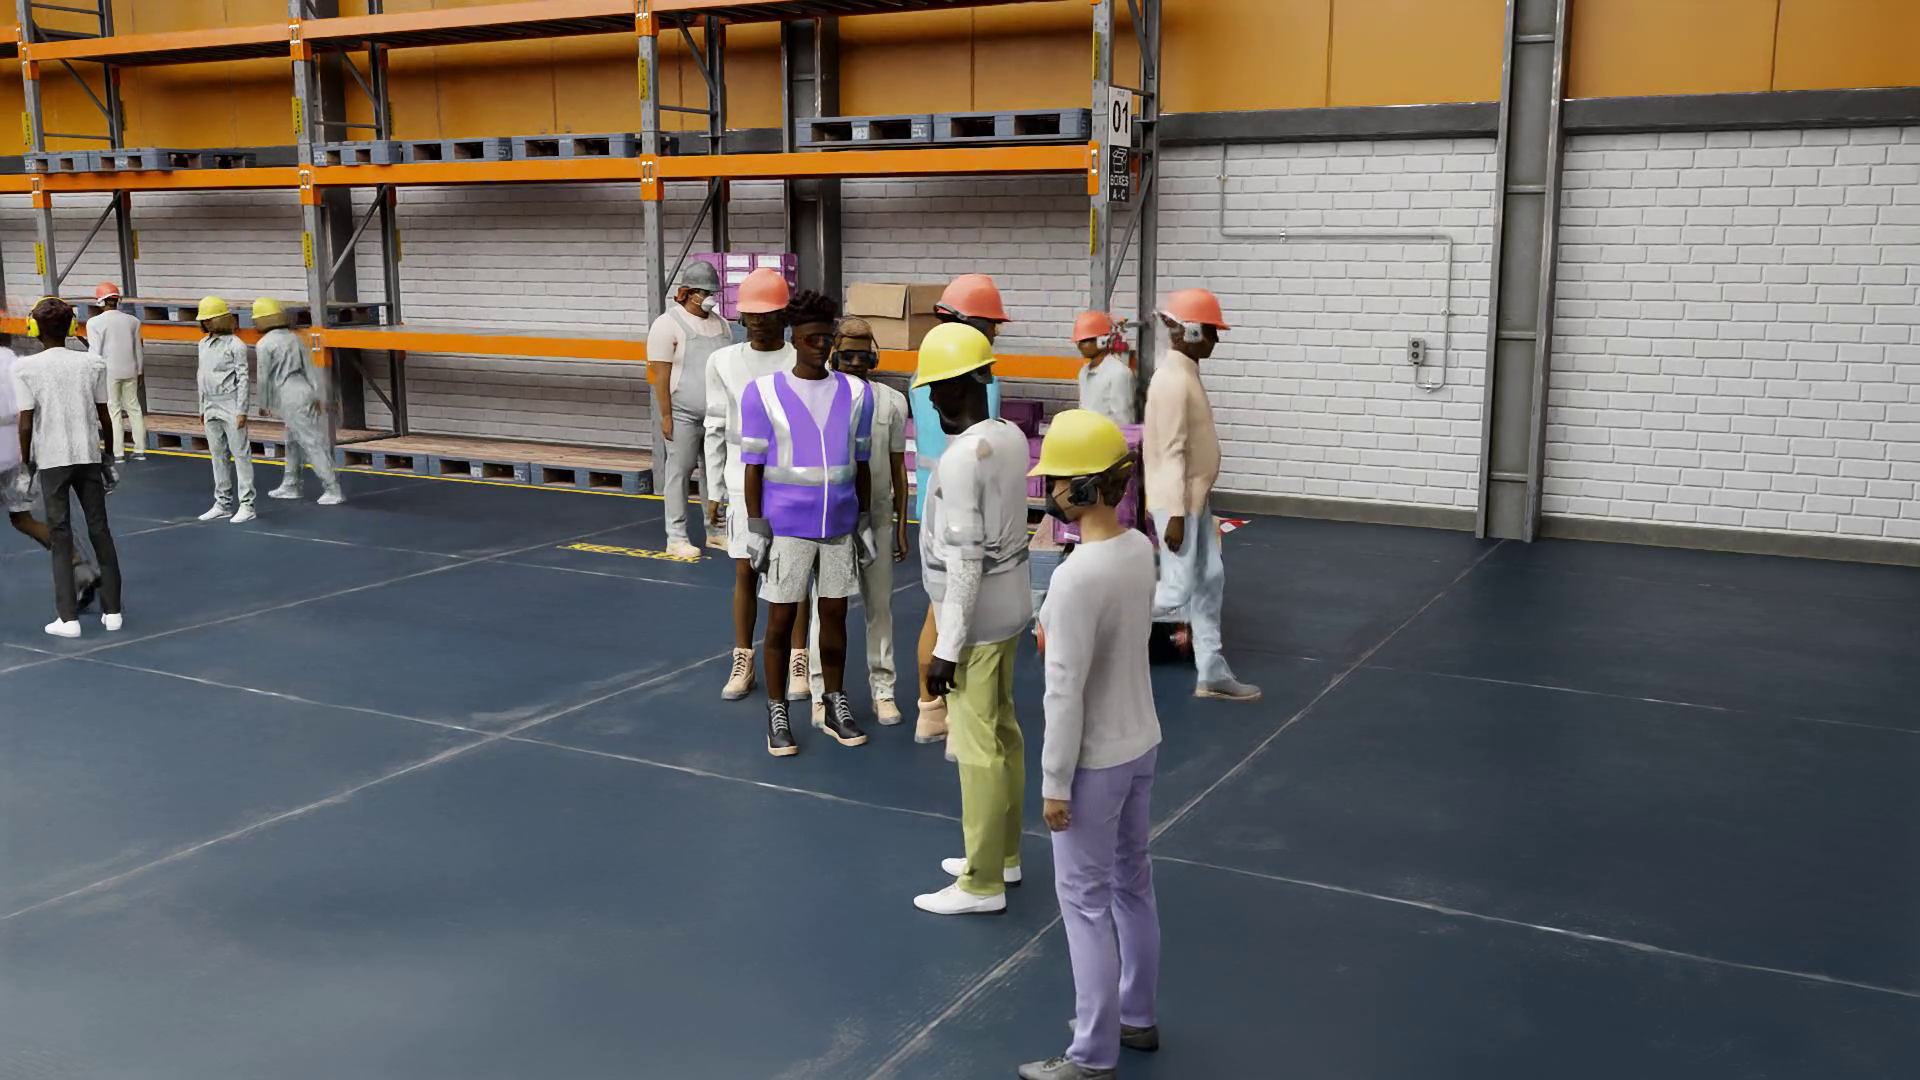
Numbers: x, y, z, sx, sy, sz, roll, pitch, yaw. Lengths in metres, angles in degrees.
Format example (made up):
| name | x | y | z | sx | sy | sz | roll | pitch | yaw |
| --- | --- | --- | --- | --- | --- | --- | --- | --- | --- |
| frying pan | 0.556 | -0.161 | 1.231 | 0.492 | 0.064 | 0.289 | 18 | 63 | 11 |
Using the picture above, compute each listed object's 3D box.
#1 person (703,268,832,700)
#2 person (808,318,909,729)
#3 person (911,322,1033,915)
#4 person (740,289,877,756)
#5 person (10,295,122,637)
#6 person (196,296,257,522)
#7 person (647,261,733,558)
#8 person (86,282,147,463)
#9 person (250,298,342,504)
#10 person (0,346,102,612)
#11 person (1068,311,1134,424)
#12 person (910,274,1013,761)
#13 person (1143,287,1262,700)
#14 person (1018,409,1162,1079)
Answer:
| name | x | y | z | sx | sy | sz | roll | pitch | yaw |
| --- | --- | --- | --- | --- | --- | --- | --- | --- | --- |
| person | -0.903 | -0.249 | 7.836 | 0.612 | 2.041 | 0.378 | 0 | 10 | 2 |
| person | -0.477 | -0.066 | 7.413 | 0.502 | 1.837 | 0.349 | -2 | 11 | -11 |
| person | 0.030 | 0.262 | 5.379 | 0.385 | 1.917 | 0.584 | 3 | 11 | 18 |
| person | -0.632 | -0.074 | 7.082 | 0.603 | 1.967 | 0.368 | -5 | 12 | -26 |
| person | -4.901 | -0.401 | 9.136 | 0.328 | 1.874 | 0.517 | 10 | 14 | 44 |
| person | -5.675 | -1.002 | 12.794 | 0.485 | 1.740 | 0.304 | 5 | 11 | 23 |
| person | -1.776 | -0.906 | 11.441 | 0.535 | 2.000 | 0.680 | 9 | 14 | 41 |
| person | -8.235 | -1.632 | 16.207 | 0.343 | 1.749 | 0.572 | 5 | 12 | 28 |
| person | -5.475 | -1.118 | 13.562 | 0.885 | 1.679 | 0.486 | 2 | 11 | 12 |
| person | -5.453 | -0.482 | 9.504 | 0.901 | 1.911 | 0.554 | 1 | 10 | 5 |
| person | 0.876 | -0.559 | 10.370 | 0.429 | 1.730 | 0.580 | -4 | 11 | -22 |
| person | 0.026 | -0.094 | 7.018 | 0.410 | 2.035 | 0.614 | -6 | 12 | -28 |
| person | 0.988 | -0.193 | 7.769 | 0.839 | 1.960 | 0.640 | 2 | 11 | 13 |
| person | 0.333 | 0.544 | 4.274 | 0.341 | 1.761 | 0.530 | 6 | 12 | 28 |
